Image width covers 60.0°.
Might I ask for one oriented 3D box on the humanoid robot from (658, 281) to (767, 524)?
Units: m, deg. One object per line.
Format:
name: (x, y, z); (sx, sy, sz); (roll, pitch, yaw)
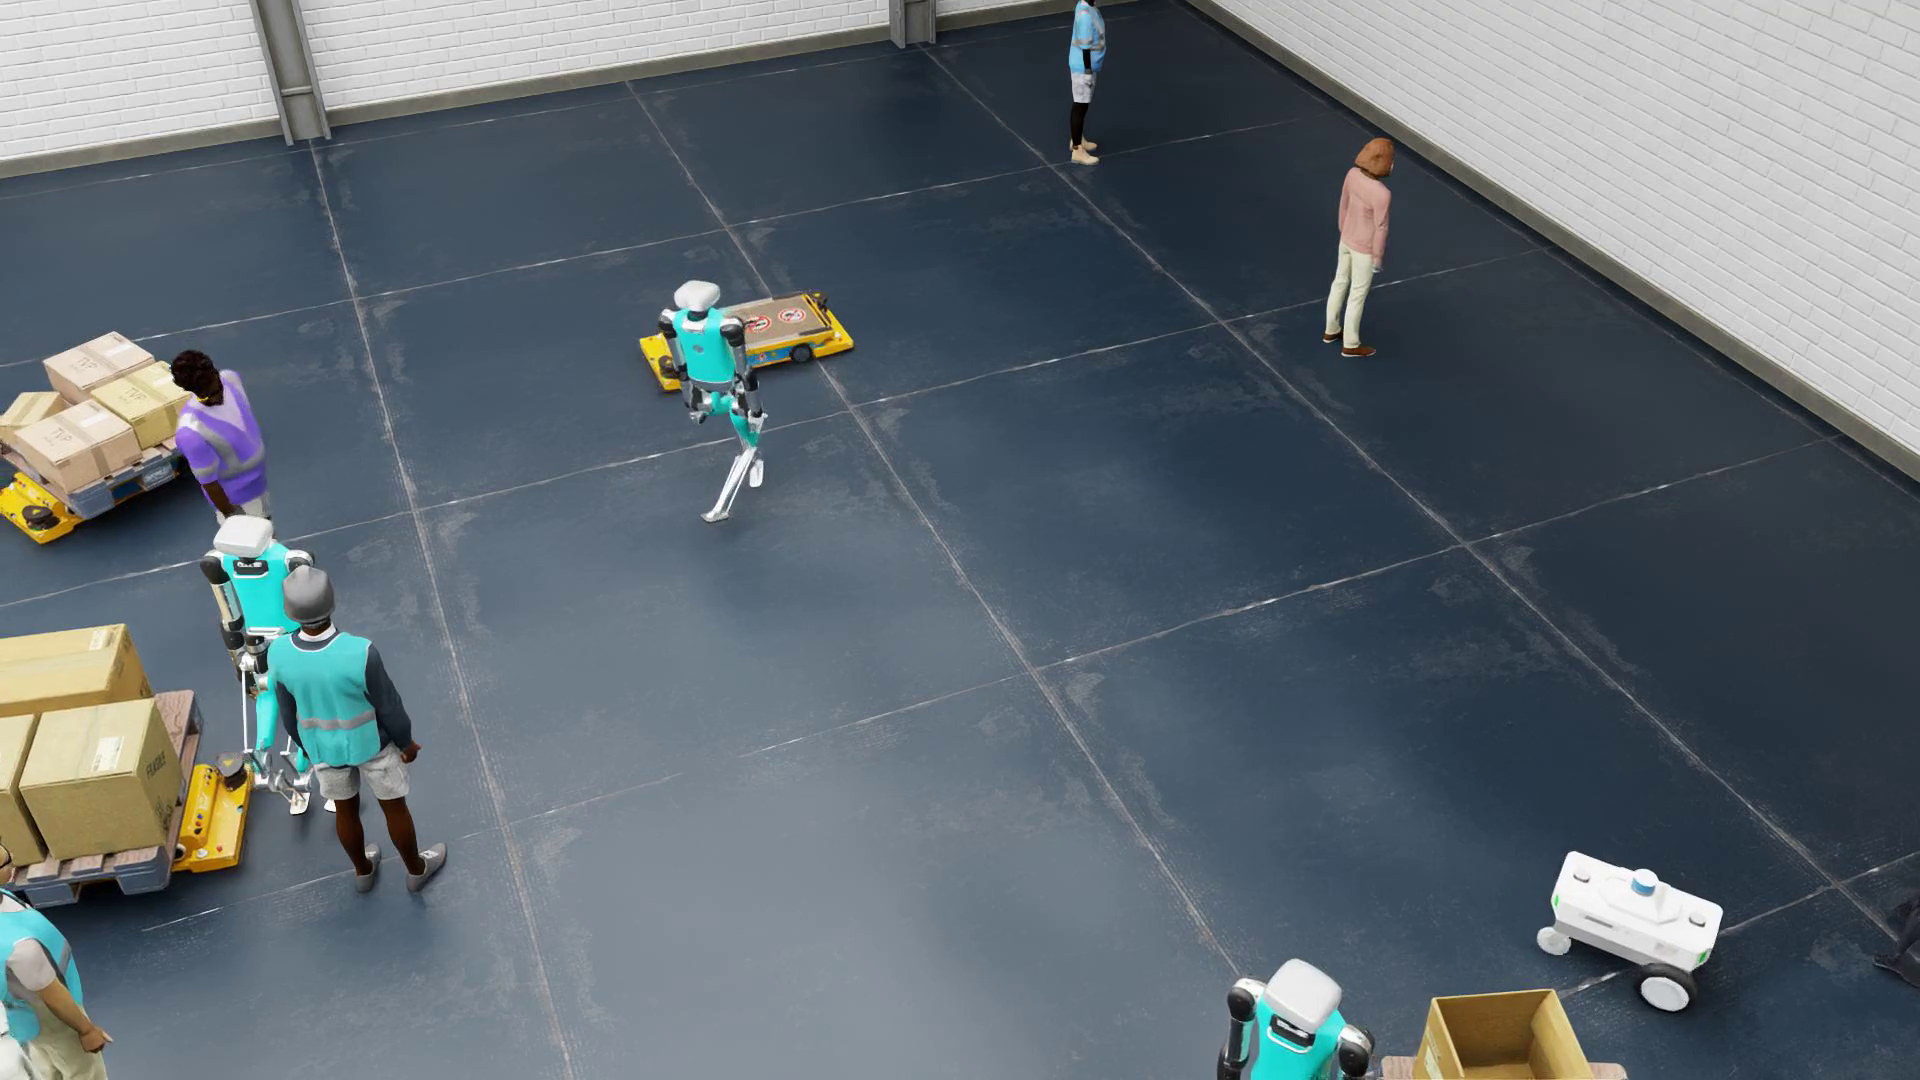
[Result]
humanoid robot: (-1.408, -0.949, 10.291); (0.555, 1.712, 1.001); (10, 39, 13)

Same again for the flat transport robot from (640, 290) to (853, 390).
flat transport robot: (-1.567, -1.475, 12.193); (1.431, 0.231, 0.659); (-15, 40, -19)

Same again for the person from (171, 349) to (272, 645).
person: (-4.032, -0.340, 9.366); (0.373, 1.929, 0.764); (2, 38, 2)

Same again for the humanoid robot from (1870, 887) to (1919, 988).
humanoid robot: (4.548, 1.267, 7.479); (0.476, 1.621, 0.596); (3, 38, 4)

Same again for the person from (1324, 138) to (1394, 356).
person: (2.863, -2.095, 11.879); (0.284, 1.631, 0.500); (-14, 40, -18)

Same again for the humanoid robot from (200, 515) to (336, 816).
humanoid robot: (-3.314, 0.728, 8.011); (0.533, 1.677, 0.735); (1, 38, 2)

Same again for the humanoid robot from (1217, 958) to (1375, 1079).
humanoid robot: (1.075, 2.307, 6.059); (0.536, 1.789, 0.666); (22, 43, 26)

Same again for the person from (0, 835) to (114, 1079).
person: (-3.639, 1.842, 6.582); (0.565, 1.846, 0.390); (22, 43, 26)

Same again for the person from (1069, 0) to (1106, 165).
person: (1.103, -4.127, 14.473); (0.319, 1.696, 0.531); (2, 38, 2)

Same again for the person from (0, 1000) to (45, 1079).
person: (-3.552, 2.232, 6.225); (0.504, 1.663, 0.394); (18, 41, 22)

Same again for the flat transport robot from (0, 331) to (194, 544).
flat transport robot: (-5.523, -0.492, 10.914); (0.659, 0.231, 1.431); (27, 45, 30)

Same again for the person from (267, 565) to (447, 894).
person: (-2.819, 0.922, 7.699); (0.564, 1.942, 0.407); (1, 38, 1)

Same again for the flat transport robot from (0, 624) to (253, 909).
flat transport robot: (-4.366, 1.457, 8.377); (1.431, 0.231, 0.659); (-7, 38, -9)

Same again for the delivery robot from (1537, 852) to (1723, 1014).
delivery robot: (3.134, 1.778, 7.732); (0.803, 0.603, 0.499); (19, 42, 23)

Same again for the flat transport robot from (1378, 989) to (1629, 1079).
flat transport robot: (2.209, 2.792, 6.639); (1.431, 0.231, 0.659); (2, 38, 2)
